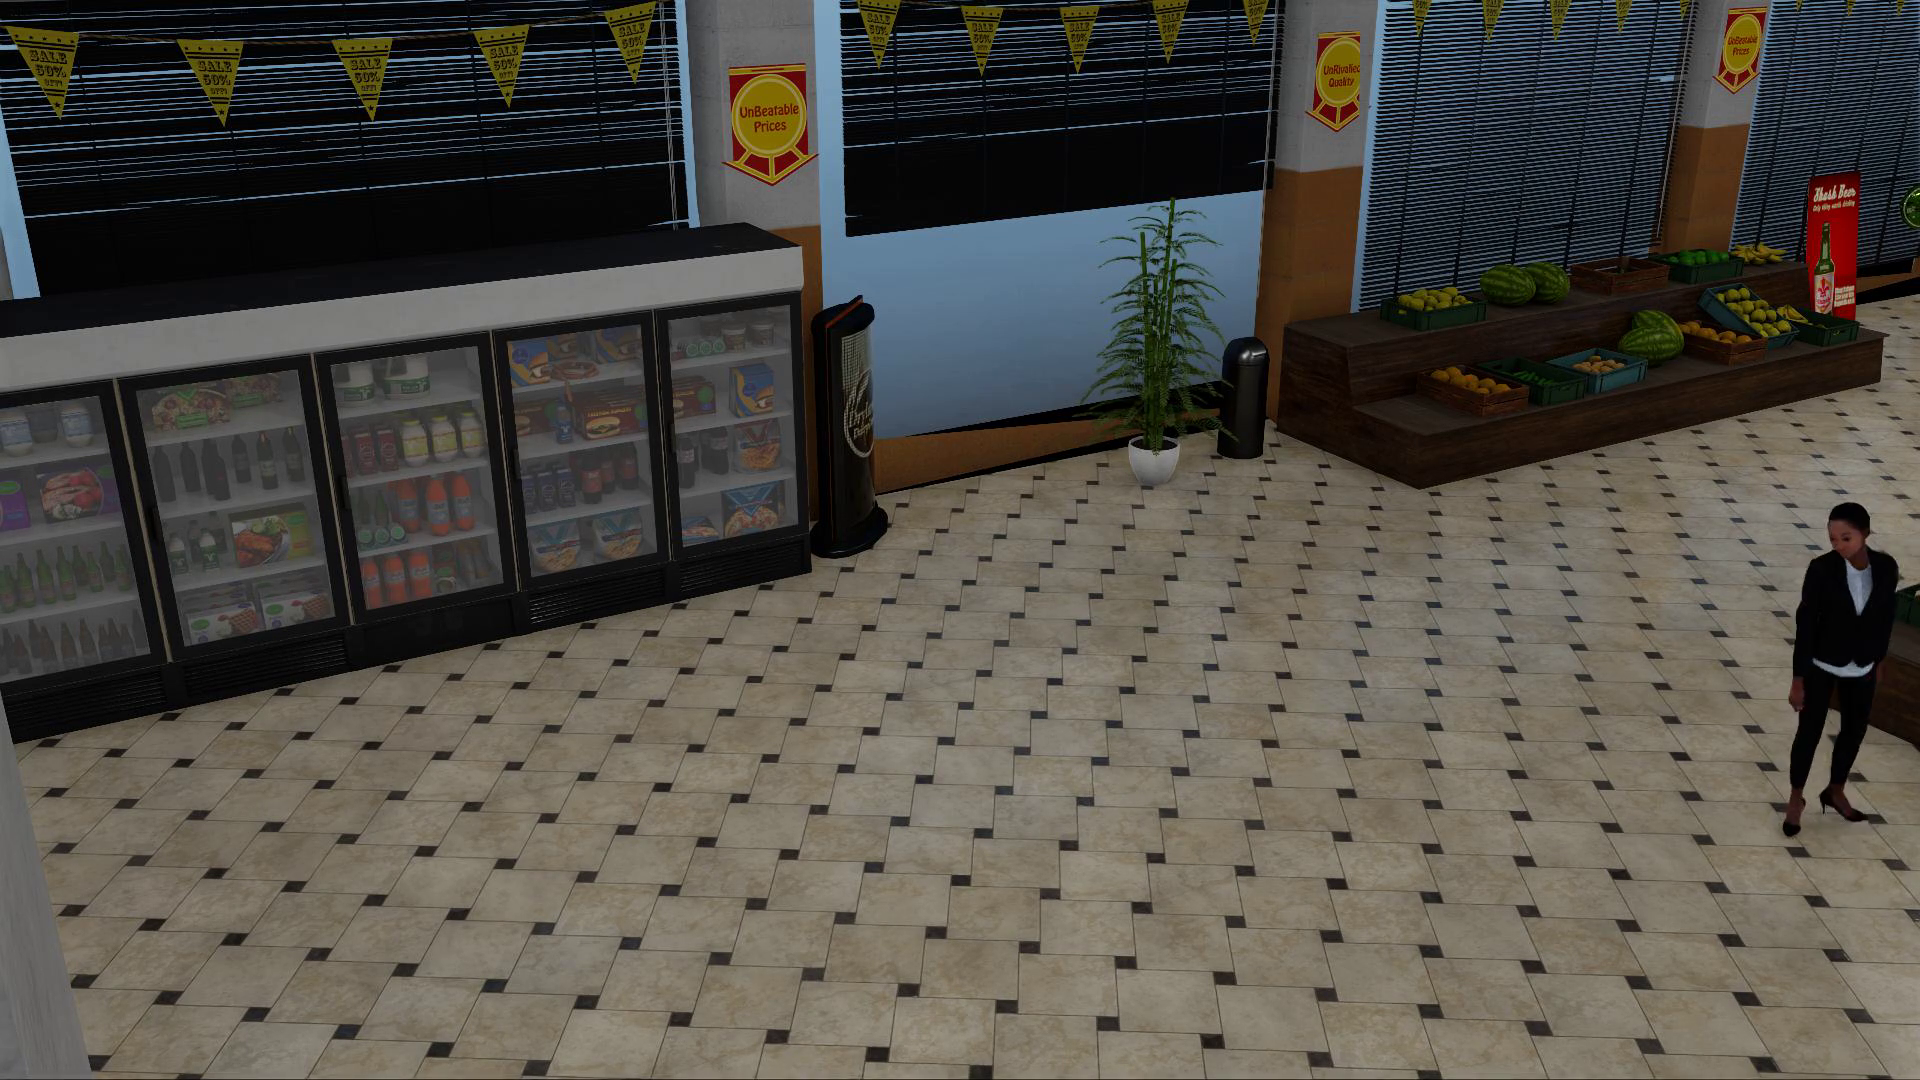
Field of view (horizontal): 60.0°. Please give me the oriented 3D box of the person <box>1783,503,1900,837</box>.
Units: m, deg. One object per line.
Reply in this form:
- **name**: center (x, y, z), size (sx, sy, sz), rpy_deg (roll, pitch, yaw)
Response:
- **person**: center (4.309, 0.653, 8.144), size (0.771, 1.802, 0.916), rpy_deg (-4, 22, -10)
